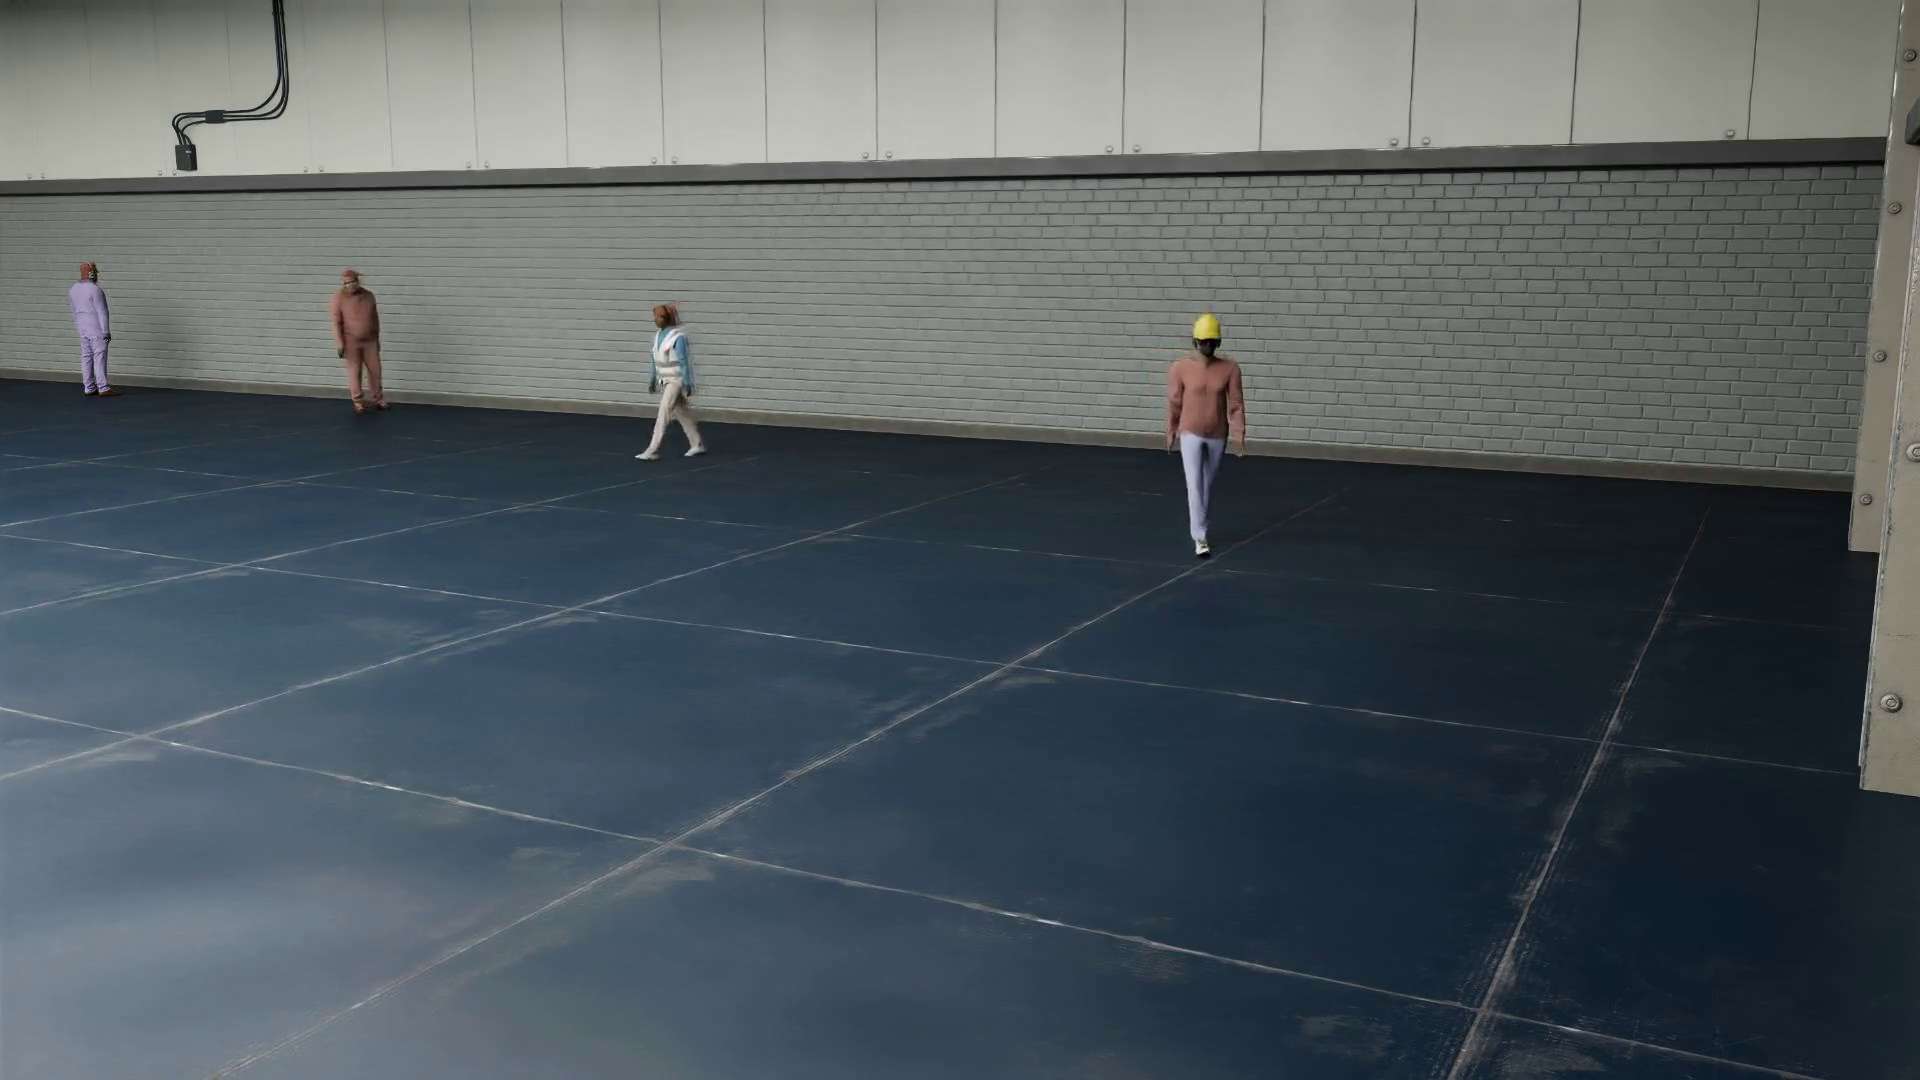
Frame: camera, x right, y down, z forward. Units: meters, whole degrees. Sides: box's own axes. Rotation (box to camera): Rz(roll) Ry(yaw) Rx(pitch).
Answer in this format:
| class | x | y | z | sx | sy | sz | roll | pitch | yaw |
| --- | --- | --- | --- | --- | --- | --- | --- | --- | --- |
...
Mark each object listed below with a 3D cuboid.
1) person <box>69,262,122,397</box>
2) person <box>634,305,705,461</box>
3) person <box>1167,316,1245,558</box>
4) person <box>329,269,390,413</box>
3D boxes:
| class | x | y | z | sx | sy | sz | roll | pitch | yaw |
| --- | --- | --- | --- | --- | --- | --- | --- | --- | --- |
| person | -12.368 | -3.001 | 23.773 | 0.642 | 1.909 | 0.409 | 5 | 12 | 26 |
| person | -2.980 | -1.616 | 17.093 | 0.887 | 1.587 | 0.512 | -8 | 13 | -38 |
| person | 1.782 | -0.755 | 12.027 | 0.542 | 1.712 | 0.903 | -1 | 10 | -3 |
| person | -7.765 | -2.550 | 21.433 | 0.459 | 1.864 | 0.690 | 10 | 14 | 42 |
